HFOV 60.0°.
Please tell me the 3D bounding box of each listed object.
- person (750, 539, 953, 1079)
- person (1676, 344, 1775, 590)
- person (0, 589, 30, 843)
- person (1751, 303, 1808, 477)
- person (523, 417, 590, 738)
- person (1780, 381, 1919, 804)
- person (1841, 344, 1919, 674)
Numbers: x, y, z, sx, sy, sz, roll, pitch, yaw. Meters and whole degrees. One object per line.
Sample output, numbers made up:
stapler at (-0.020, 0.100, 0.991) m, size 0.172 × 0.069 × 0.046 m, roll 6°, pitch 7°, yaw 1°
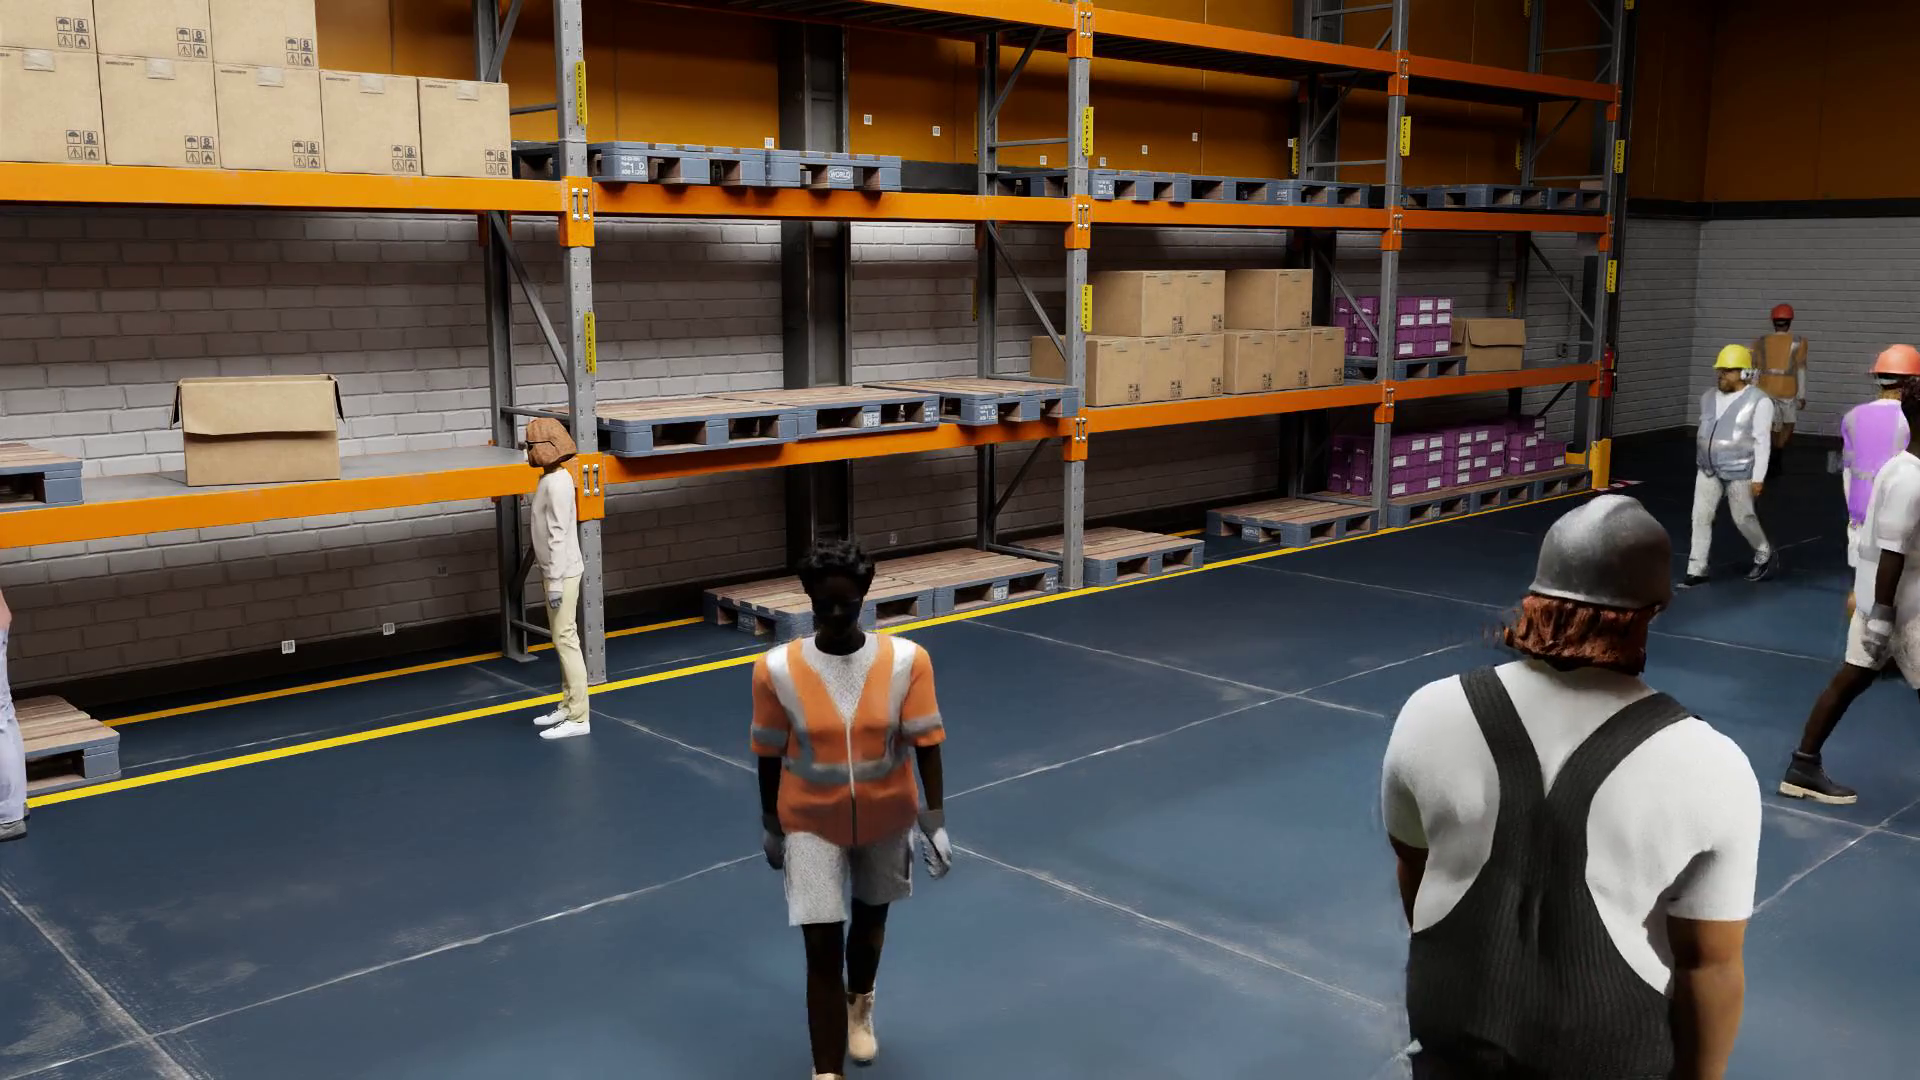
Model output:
person at (-0.312, 0.812, 4.711) m, size 0.542 × 1.644 × 0.869 m, roll -2°, pitch 10°, yaw -10°
person at (5.688, -0.541, 12.211) m, size 0.842 × 1.806 × 0.599 m, roll -6°, pitch 11°, yaw -29°
person at (-4.113, 0.387, 6.880) m, size 0.327 × 1.767 × 0.533 m, roll -4°, pitch 11°, yaw -23°
person at (8.939, -1.623, 18.186) m, size 0.570 × 1.924 × 0.503 m, roll 7°, pitch 12°, yaw 37°
person at (-2.056, 0.188, 8.458) m, size 0.281 × 1.625 × 0.497 m, roll -3°, pitch 10°, yaw -16°
person at (4.132, 0.262, 7.165) m, size 1.023 × 1.910 × 0.628 m, roll 4°, pitch 11°, yaw 25°
person at (5.343, -0.158, 9.580) m, size 0.479 × 1.923 × 0.556 m, roll -5°, pitch 11°, yaw -25°
